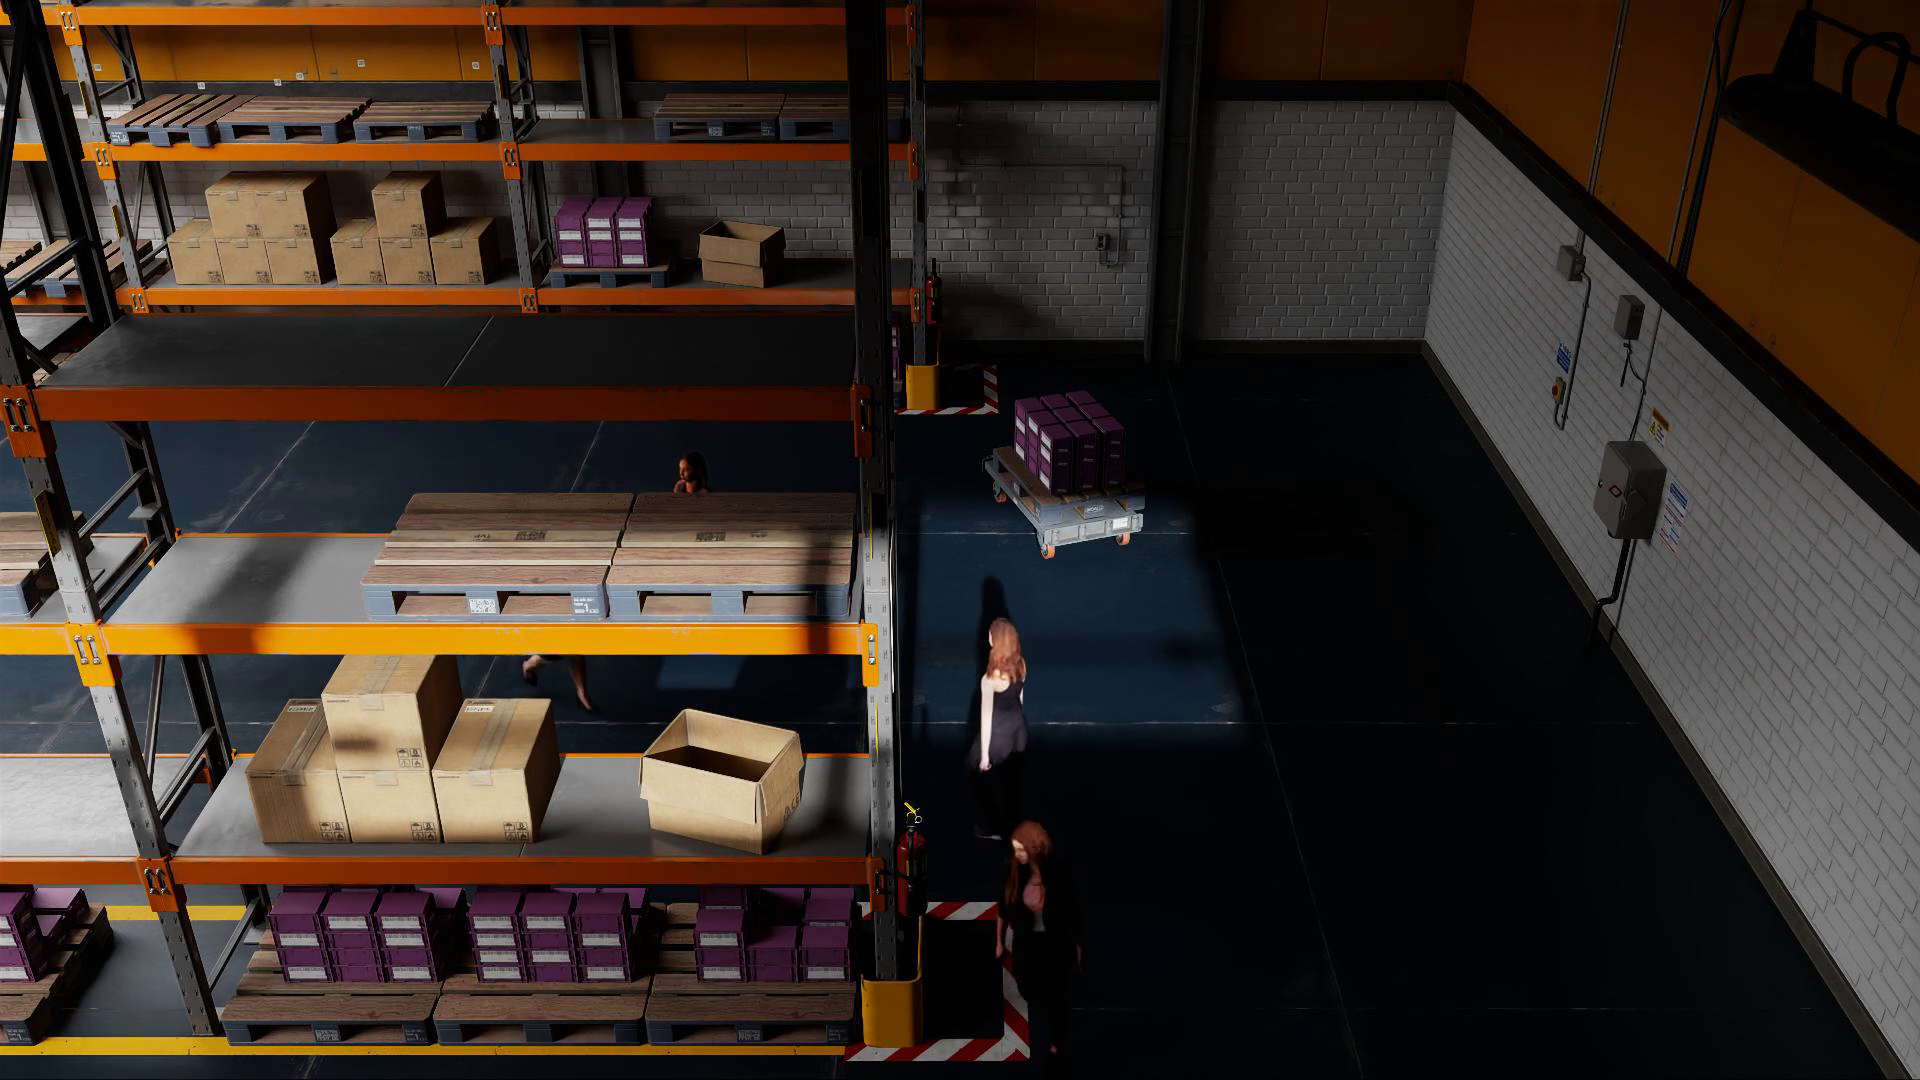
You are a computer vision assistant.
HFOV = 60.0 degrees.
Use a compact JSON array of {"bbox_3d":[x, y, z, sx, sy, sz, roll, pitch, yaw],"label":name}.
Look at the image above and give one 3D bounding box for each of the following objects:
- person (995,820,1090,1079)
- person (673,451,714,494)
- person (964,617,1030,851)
[{"bbox_3d":[0.468,2.183,9.245,0.916,1.689,0.907,7,29,13],"label":"person"},{"bbox_3d":[-2.049,0.073,13.100,0.674,1.702,0.767,18,34,30],"label":"person"},{"bbox_3d":[0.345,1.318,10.786,0.844,1.732,0.785,25,37,38],"label":"person"}]
